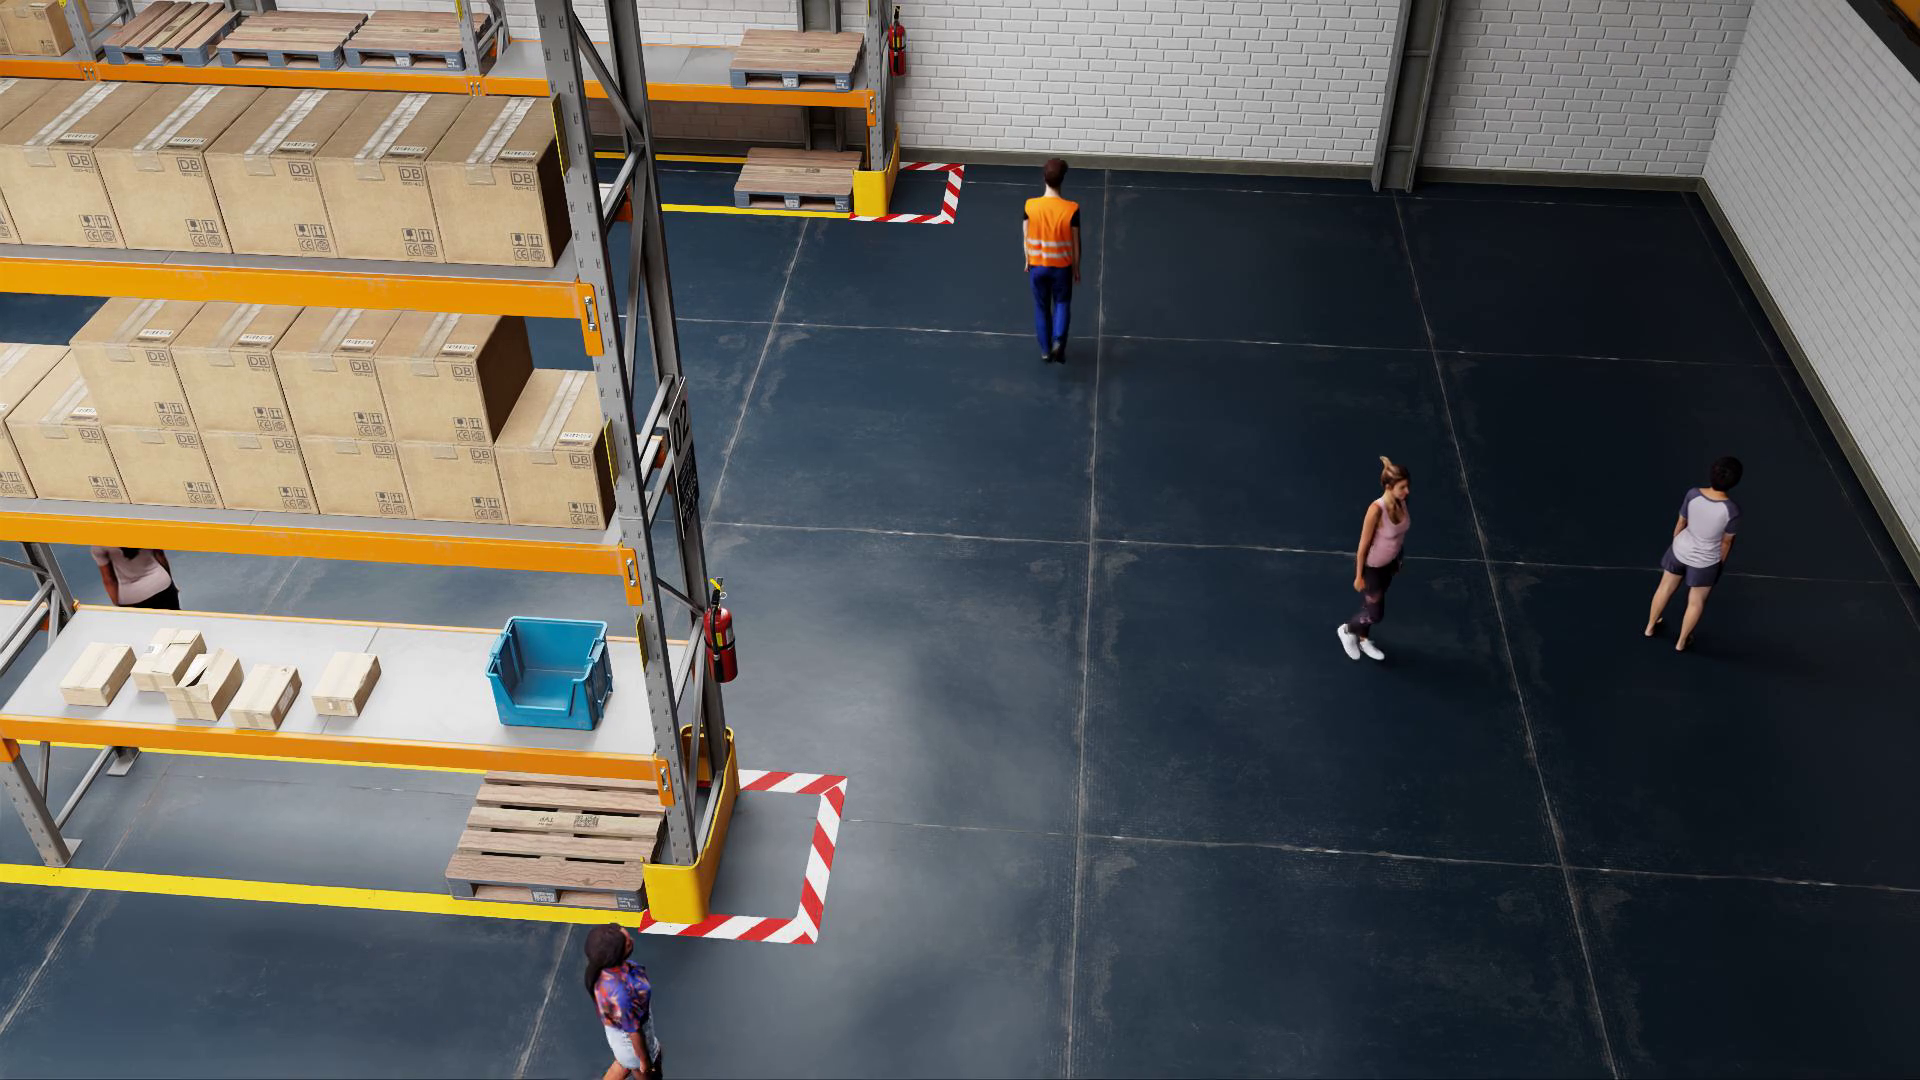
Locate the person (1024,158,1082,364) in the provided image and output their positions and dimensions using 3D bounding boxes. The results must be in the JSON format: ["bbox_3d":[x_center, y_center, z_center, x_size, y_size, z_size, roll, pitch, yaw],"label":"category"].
[{"bbox_3d":[0.767,-2.304,14.217,0.768,1.868,0.716,5,39,7],"label":"person"}]

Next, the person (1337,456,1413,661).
[{"bbox_3d":[2.794,0.118,11.371,0.690,1.635,0.749,-27,46,-30],"label":"person"}]

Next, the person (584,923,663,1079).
[{"bbox_3d":[-1.726,2.507,8.302,0.971,1.730,0.866,-20,43,-23],"label":"person"}]

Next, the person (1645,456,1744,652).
[{"bbox_3d":[5.092,0.087,11.467,0.700,1.564,0.635,-30,47,-32],"label":"person"}]
